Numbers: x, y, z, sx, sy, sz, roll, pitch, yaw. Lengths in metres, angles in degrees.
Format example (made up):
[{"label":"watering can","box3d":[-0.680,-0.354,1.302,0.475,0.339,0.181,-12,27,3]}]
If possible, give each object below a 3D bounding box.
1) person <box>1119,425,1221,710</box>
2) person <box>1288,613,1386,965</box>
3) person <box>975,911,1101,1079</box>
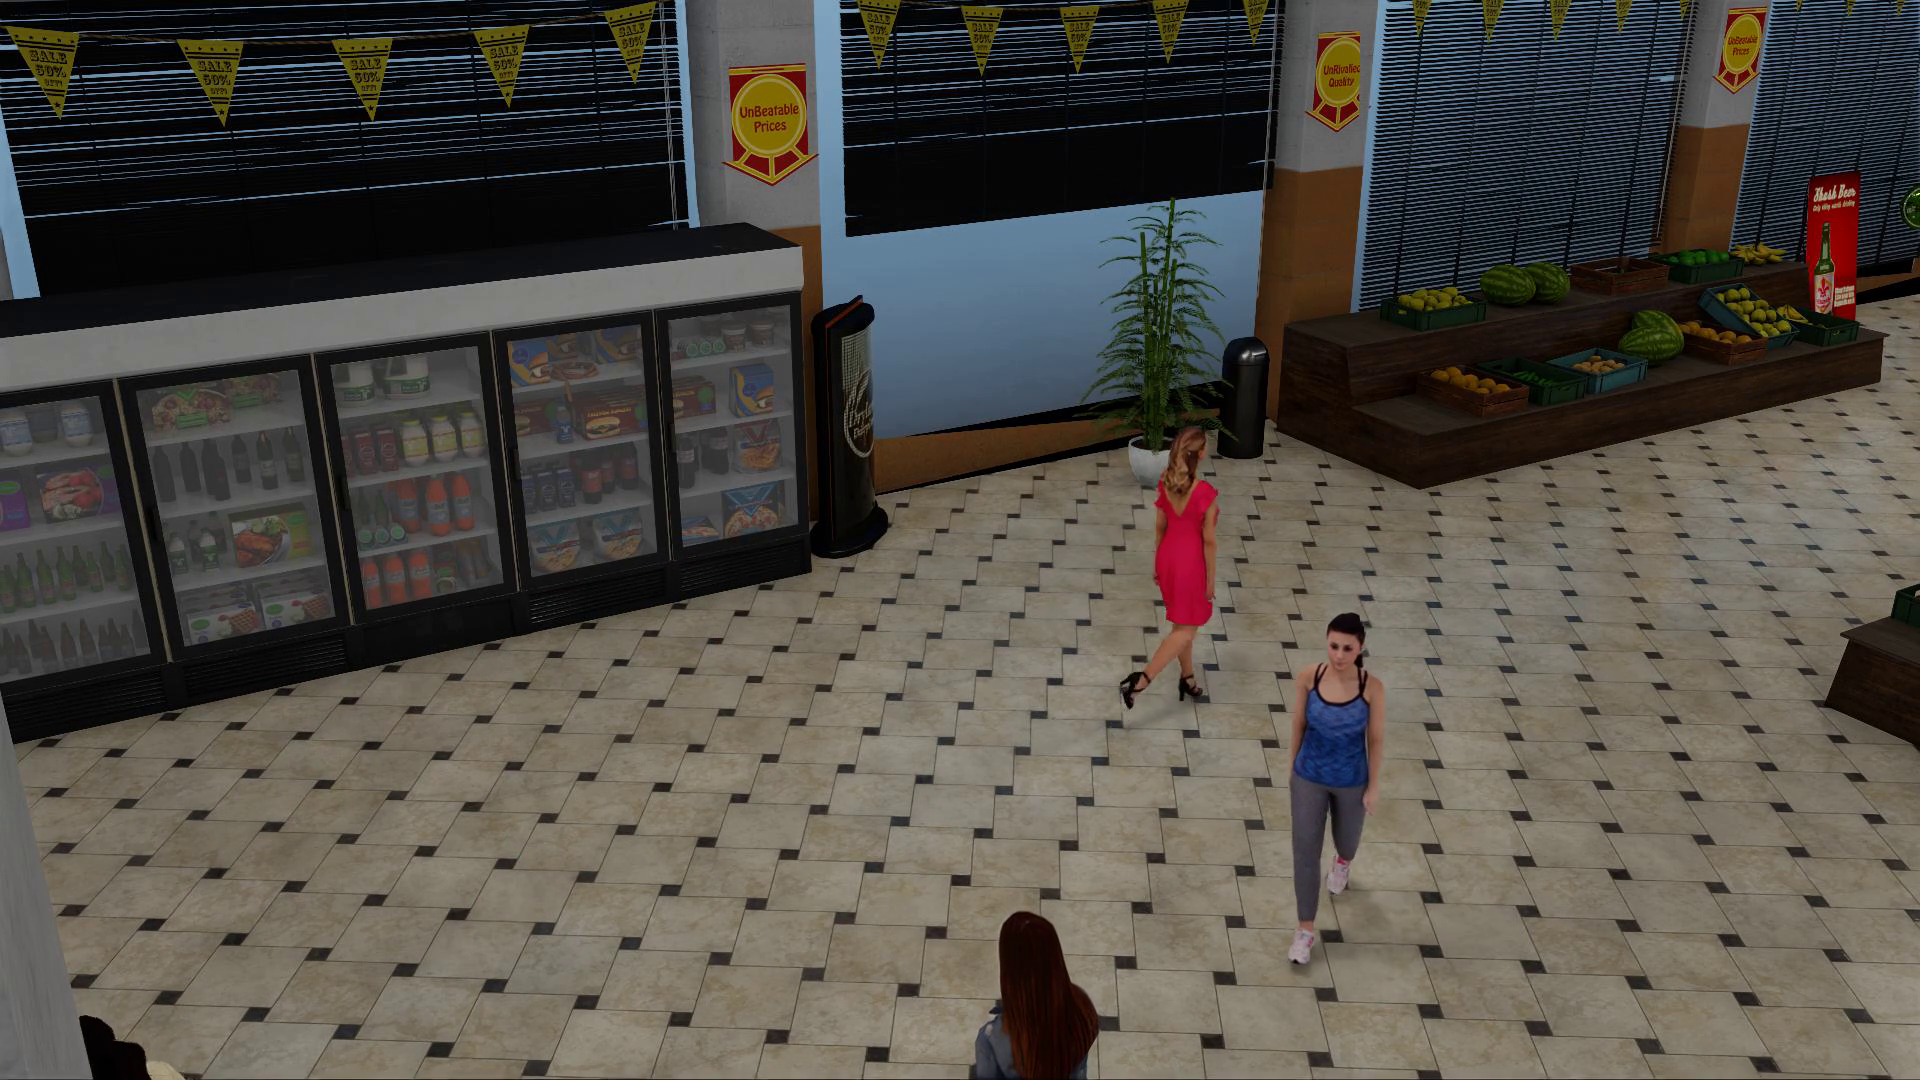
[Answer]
[{"label":"person","box3d":[1.201,0.203,9.391,0.989,1.706,0.676,-17,28,-37]},{"label":"person","box3d":[1.686,1.049,7.451,0.972,1.583,1.098,8,23,20]},{"label":"person","box3d":[0.244,1.906,5.163,0.475,1.700,0.673,-15,26,-32]}]
